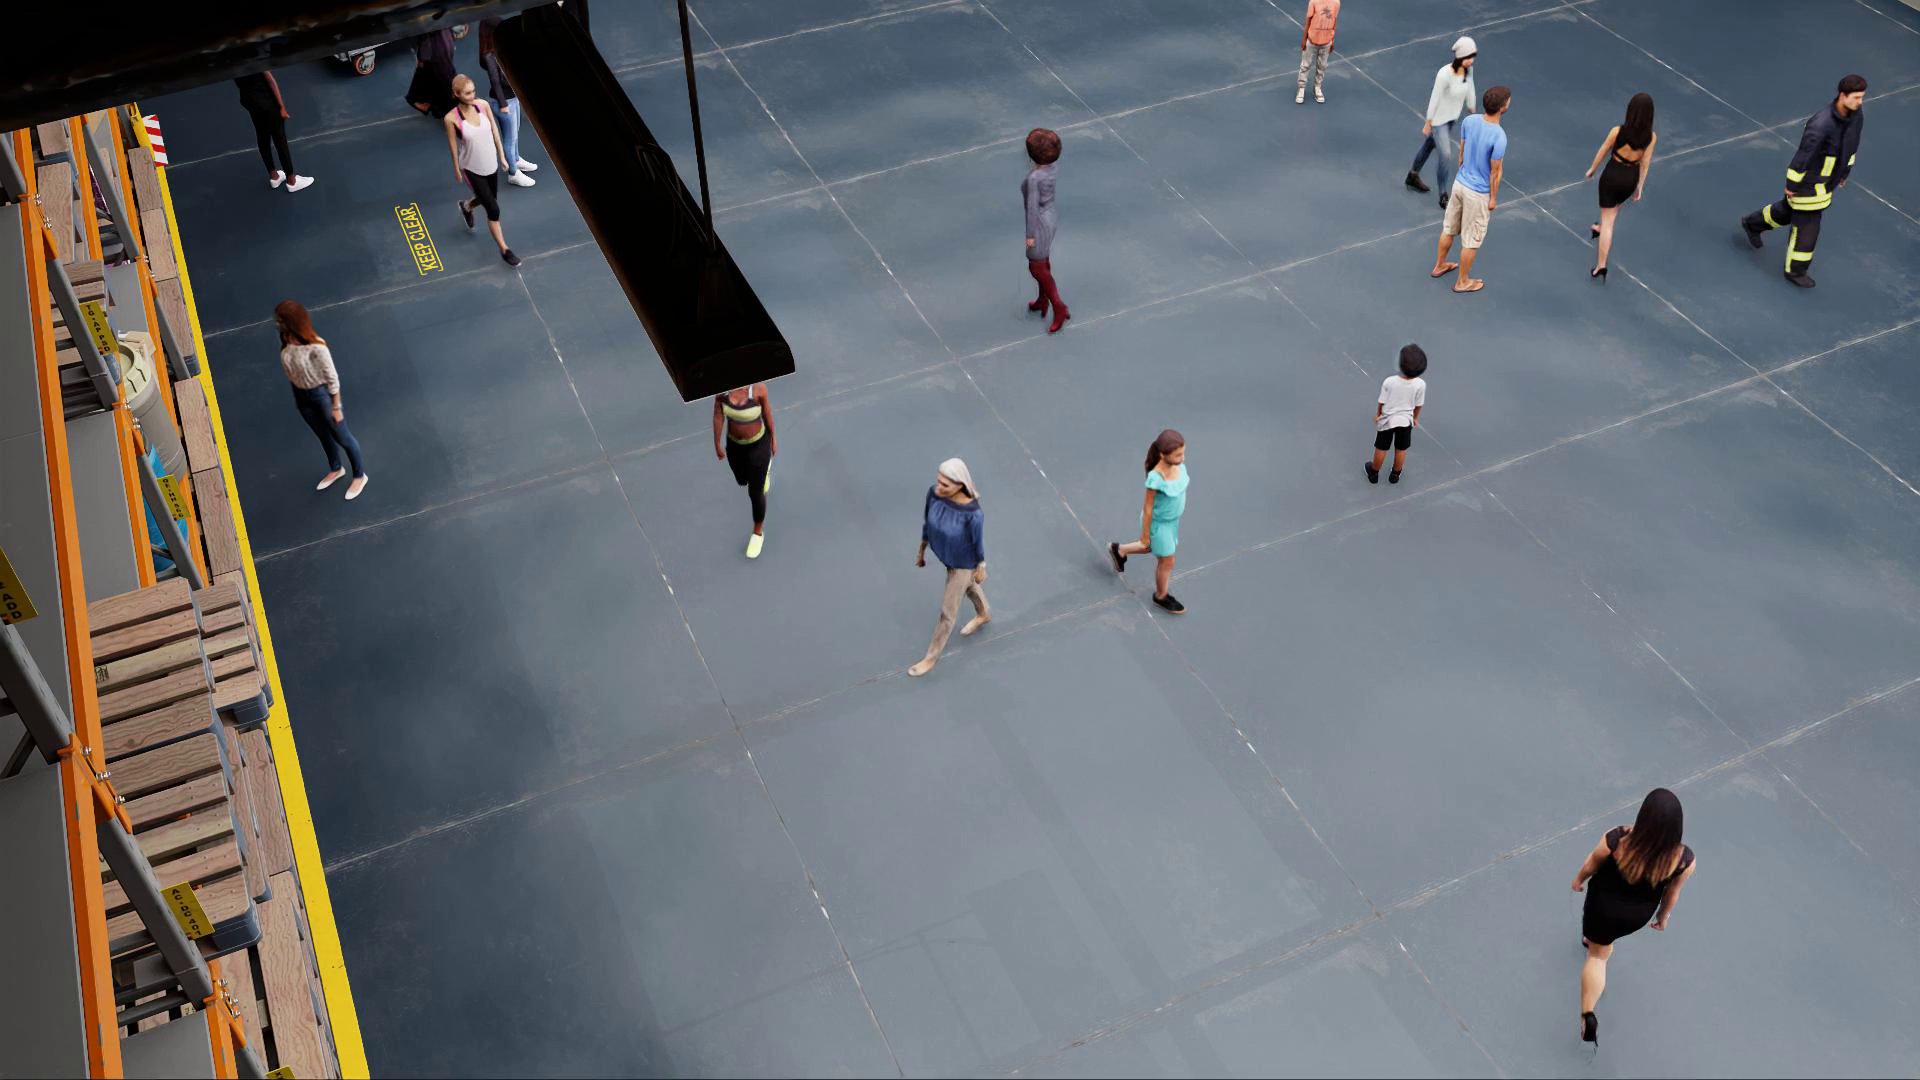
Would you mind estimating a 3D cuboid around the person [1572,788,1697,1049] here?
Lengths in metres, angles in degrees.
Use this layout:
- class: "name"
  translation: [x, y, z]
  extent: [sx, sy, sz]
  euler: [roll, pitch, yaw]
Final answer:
- class: "person"
  translation: [3.569, 2.040, 8.962]
  extent: [1.072, 1.677, 1.185]
  euler: [9, 44, 10]

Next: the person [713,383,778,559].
- class: "person"
  translation: [-1.477, -0.734, 11.838]
  extent: [0.962, 1.726, 1.091]
  euler: [9, 44, 9]

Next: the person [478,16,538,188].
- class: "person"
  translation: [-4.222, -4.097, 15.432]
  extent: [0.767, 1.638, 0.624]
  euler: [-2, 44, -3]

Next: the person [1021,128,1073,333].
- class: "person"
  translation: [0.698, -2.555, 13.780]
  extent: [0.933, 1.685, 0.861]
  euler: [13, 45, 14]

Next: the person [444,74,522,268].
- class: "person"
  translation: [-4.218, -3.265, 14.474]
  extent: [1.191, 1.756, 0.858]
  euler: [34, 53, 30]

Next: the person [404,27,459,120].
- class: "person"
  translation: [-5.005, -4.765, 16.156]
  extent: [1.048, 1.606, 1.088]
  euler: [6, 44, 6]

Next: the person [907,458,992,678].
- class: "person"
  translation: [0.046, 0.089, 11.026]
  extent: [0.903, 1.655, 1.096]
  euler: [-33, 52, -30]

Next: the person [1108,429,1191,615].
- class: "person"
  translation: [1.320, -0.173, 11.383]
  extent: [0.993, 1.542, 0.819]
  euler: [28, 50, 26]

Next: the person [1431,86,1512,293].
- class: "person"
  translation: [4.358, -2.986, 14.103]
  extent: [0.720, 1.863, 0.517]
  euler: [-21, 47, -21]

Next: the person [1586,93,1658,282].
- class: "person"
  translation: [5.664, -2.979, 14.291]
  extent: [0.970, 1.594, 1.136]
  euler: [4, 44, 5]

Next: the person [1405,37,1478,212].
- class: "person"
  translation: [4.366, -3.876, 15.214]
  extent: [0.741, 1.619, 0.985]
  euler: [-33, 53, -30]

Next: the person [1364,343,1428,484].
- class: "person"
  translation: [3.259, -0.934, 12.382]
  extent: [0.582, 1.265, 0.630]
  euler: [3, 44, 4]

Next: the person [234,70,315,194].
- class: "person"
  translation: [-6.417, -4.024, 15.292]
  extent: [0.699, 1.726, 0.776]
  euler: [19, 47, 19]

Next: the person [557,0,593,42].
- class: "person"
  translation: [-3.935, -5.518, 16.723]
  extent: [0.830, 1.916, 0.753]
  euler: [11, 45, 11]

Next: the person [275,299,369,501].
- class: "person"
  translation: [-4.693, -1.056, 12.176]
  extent: [0.627, 1.727, 0.711]
  euler: [20, 47, 19]

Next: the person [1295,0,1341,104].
- class: "person"
  translation: [3.593, -5.038, 16.659]
  extent: [0.555, 1.308, 0.587]
  euler: [0, 44, 0]

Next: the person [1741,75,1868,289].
- class: "person"
  translation: [7.270, -3.164, 14.264]
  extent: [0.853, 1.898, 1.201]
  euler: [-24, 48, -23]
